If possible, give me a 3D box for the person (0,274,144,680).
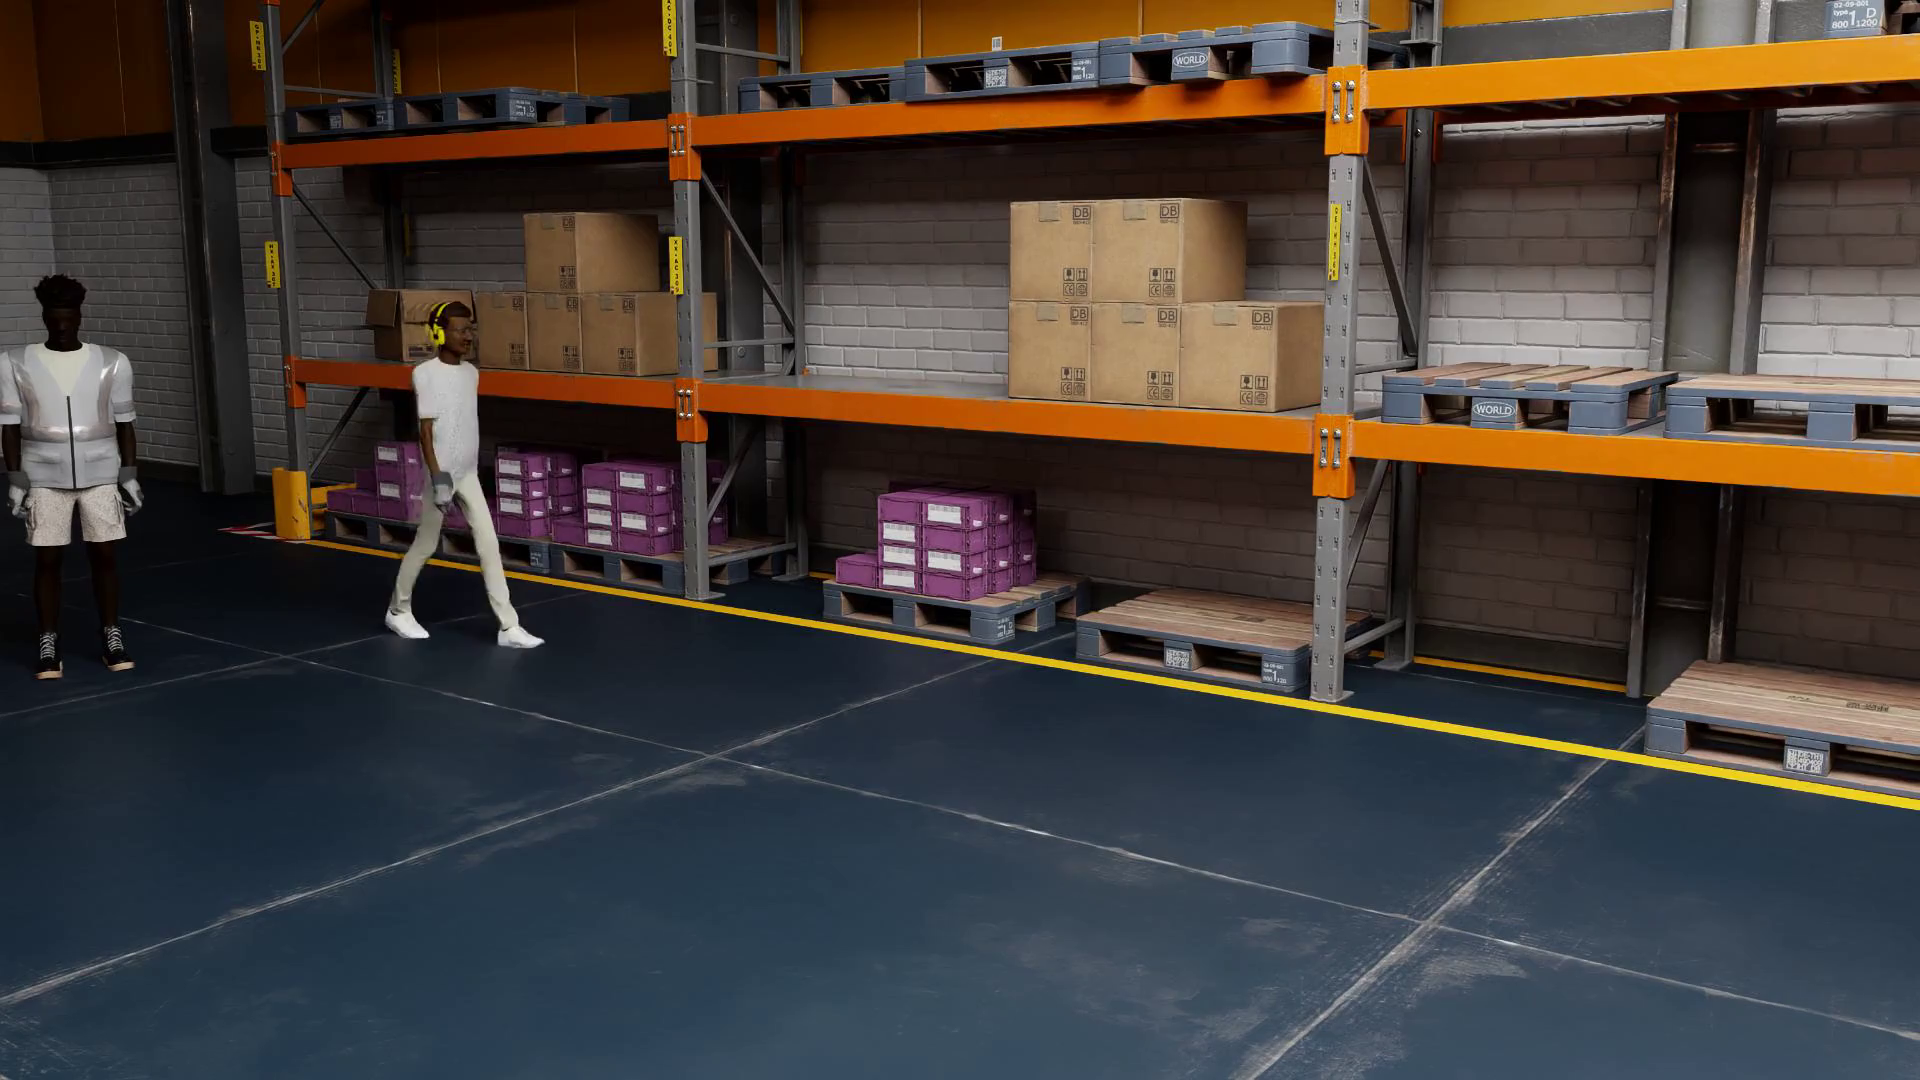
[{"bbox_3d":[-4.324,-0.307,8.112,0.607,1.959,0.393,-6,11,-31],"label":"person"}]

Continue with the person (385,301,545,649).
[{"bbox_3d":[-2.691,-0.339,8.744,1.005,1.827,0.526,5,11,27],"label":"person"}]
